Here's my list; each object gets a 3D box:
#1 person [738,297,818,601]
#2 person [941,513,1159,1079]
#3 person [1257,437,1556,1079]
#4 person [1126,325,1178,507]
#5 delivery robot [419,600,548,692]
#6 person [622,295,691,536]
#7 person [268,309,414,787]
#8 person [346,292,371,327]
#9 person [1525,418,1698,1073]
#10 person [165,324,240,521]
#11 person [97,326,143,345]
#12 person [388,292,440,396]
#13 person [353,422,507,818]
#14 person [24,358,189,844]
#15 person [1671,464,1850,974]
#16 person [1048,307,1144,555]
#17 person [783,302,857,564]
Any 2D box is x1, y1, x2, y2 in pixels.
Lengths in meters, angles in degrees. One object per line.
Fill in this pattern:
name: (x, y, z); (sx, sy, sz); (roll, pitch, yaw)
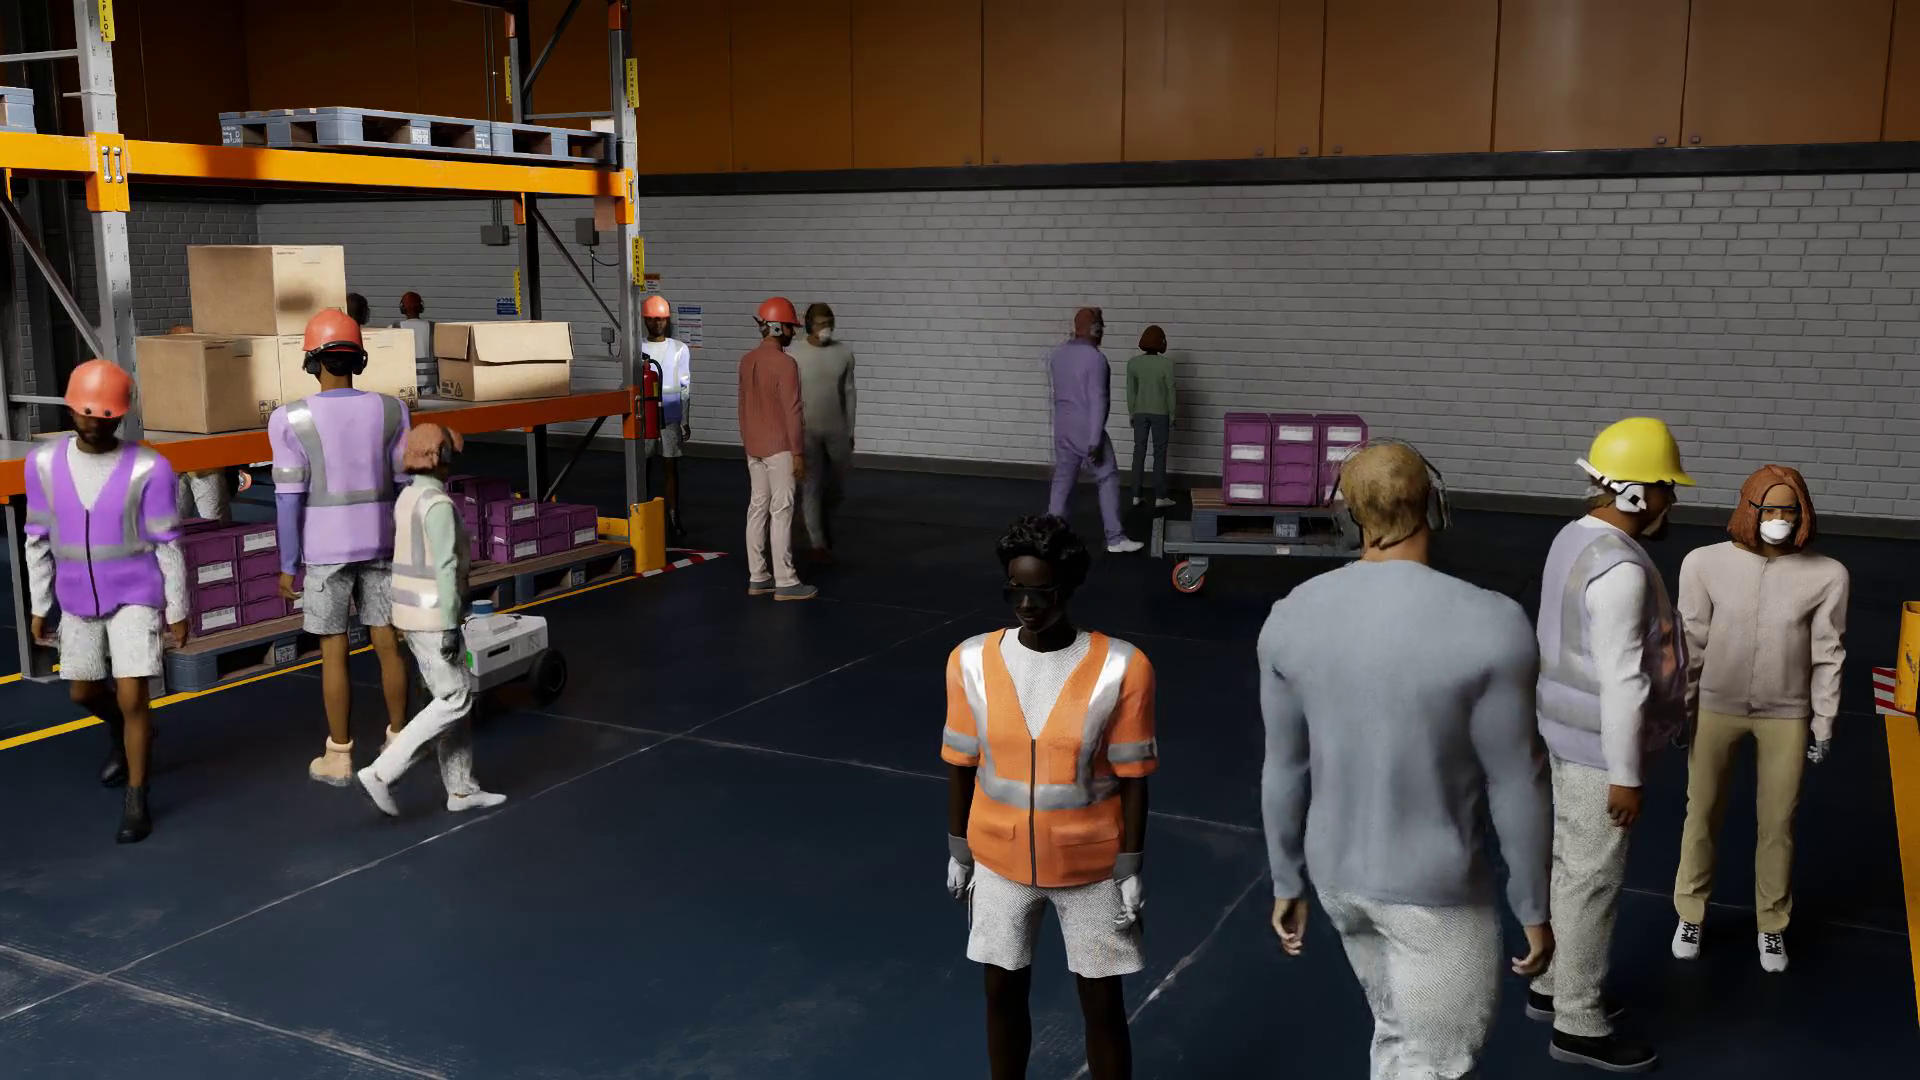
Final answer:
person: (-1.219, -0.600, 10.998); (0.392, 1.989, 0.610); (-8, 13, -40)
person: (0.206, 0.766, 3.978); (0.534, 1.687, 0.320); (3, 10, 17)
person: (0.867, 0.740, 3.504); (0.809, 1.903, 0.653); (-8, 13, -39)
person: (1.734, -1.113, 14.999); (0.497, 1.633, 0.285); (7, 12, 33)
delivery robot: (-2.364, 0.541, 8.267); (0.477, 0.478, 0.707); (3, 10, 19)
person: (-2.427, -0.987, 13.373); (0.545, 1.942, 0.353); (-3, 10, -19)
person: (-2.640, 0.037, 7.156); (0.606, 2.044, 0.374); (-8, 13, -40)
person: (-5.262, -1.182, 14.507); (0.638, 1.935, 0.354); (8, 13, 40)
person: (1.834, 0.565, 4.717); (0.404, 1.827, 0.600); (1, 10, 7)
person: (-4.900, -0.453, 10.614); (0.619, 1.835, 0.430); (0, 10, -2)
person: (-8.777, -1.652, 17.525); (0.530, 1.832, 0.879); (-1, 10, -3)
person: (-5.578, -1.601, 17.097); (0.573, 1.884, 0.355); (-5, 11, -27)
person: (-2.155, 0.340, 6.663); (0.548, 1.613, 0.546); (-6, 12, -33)
person: (-3.353, 0.202, 6.636); (0.581, 1.897, 0.802); (-1, 10, -6)
person: (2.527, 0.566, 5.305); (0.497, 1.629, 0.276); (4, 11, 21)
person: (1.011, -0.797, 12.488); (0.858, 1.872, 0.655); (-6, 12, -32)
person: (-1.050, -0.798, 12.330); (0.641, 1.924, 0.504); (-6, 11, -31)
